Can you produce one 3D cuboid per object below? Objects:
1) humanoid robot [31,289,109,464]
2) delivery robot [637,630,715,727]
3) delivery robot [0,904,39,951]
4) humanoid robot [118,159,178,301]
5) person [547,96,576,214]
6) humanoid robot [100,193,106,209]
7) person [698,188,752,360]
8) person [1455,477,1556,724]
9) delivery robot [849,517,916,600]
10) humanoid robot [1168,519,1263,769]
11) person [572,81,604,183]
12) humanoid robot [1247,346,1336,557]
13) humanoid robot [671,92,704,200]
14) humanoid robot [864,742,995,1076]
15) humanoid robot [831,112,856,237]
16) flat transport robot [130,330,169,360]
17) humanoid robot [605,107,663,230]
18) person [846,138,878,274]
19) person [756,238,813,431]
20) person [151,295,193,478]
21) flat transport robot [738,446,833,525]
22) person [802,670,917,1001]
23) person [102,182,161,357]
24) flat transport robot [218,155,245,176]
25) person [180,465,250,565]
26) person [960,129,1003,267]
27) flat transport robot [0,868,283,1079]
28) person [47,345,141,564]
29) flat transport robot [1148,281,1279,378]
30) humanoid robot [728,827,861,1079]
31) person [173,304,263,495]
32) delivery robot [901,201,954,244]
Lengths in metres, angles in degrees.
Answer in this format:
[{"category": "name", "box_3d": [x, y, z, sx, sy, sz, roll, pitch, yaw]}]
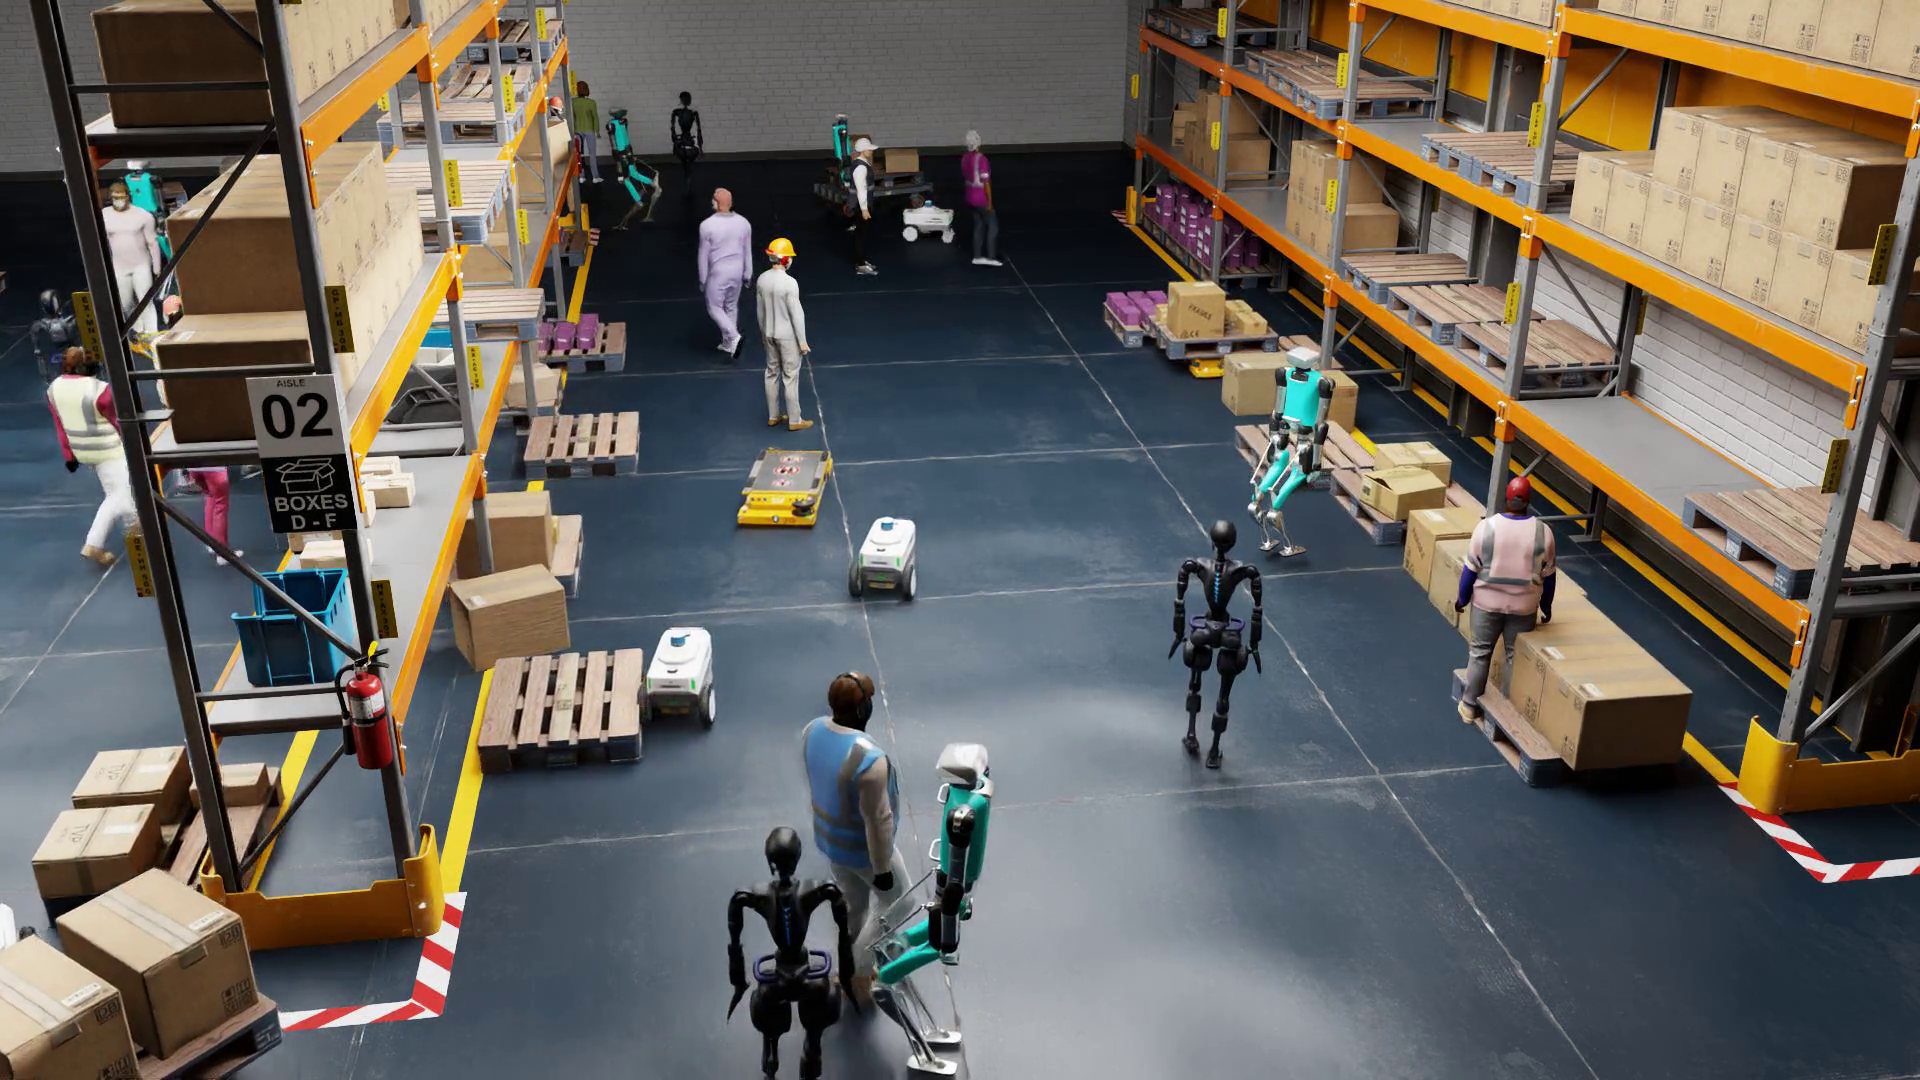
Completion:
[{"category": "humanoid robot", "box_3d": [-8.234, -1.559, 15.545, 0.617, 1.655, 0.679, -2, 24, -4]}, {"category": "delivery robot", "box_3d": [-1.895, 0.920, 11.250, 0.499, 0.614, 0.815, 0, 24, 0]}, {"category": "delivery robot", "box_3d": [-4.912, 2.164, 8.368, 0.499, 0.576, 0.757, -14, 27, -28]}, {"category": "humanoid robot", "box_3d": [-10.017, -3.949, 20.892, 0.531, 1.775, 0.997, 1, 24, 3]}, {"category": "person", "box_3d": [-5.999, -5.754, 24.938, 0.571, 1.749, 0.330, 1, 24, 2]}, {"category": "humanoid robot", "box_3d": [-11.298, -4.267, 21.643, 0.611, 1.646, 0.343, 16, 28, 32]}, {"category": "person", "box_3d": [-2.558, -2.911, 18.286, 0.638, 1.891, 0.678, -19, 30, -36]}, {"category": "person", "box_3d": [3.569, 0.405, 10.908, 0.612, 1.755, 0.419, 6, 24, 13]}, {"category": "delivery robot", "box_3d": [-0.571, 0.127, 13.041, 0.499, 0.601, 0.788, 3, 24, 8]}, {"category": "humanoid robot", "box_3d": [1.612, 0.641, 10.470, 0.598, 1.643, 0.366, 5, 24, 12]}, {"category": "person", "box_3d": [-6.115, -6.652, 27.132, 0.506, 1.631, 0.266, 4, 24, 9]}, {"category": "humanoid robot", "box_3d": [2.539, -0.657, 13.183, 0.735, 1.677, 0.533, -20, 31, -38]}, {"category": "humanoid robot", "box_3d": [-4.266, -6.167, 25.989, 0.594, 1.639, 0.578, 11, 26, 23]}, {"category": "humanoid robot", "box_3d": [-0.192, 1.719, 7.840, 0.704, 1.717, 0.530, 4, 24, 8]}, {"category": "humanoid robot", "box_3d": [-1.462, -5.162, 23.697, 0.718, 1.860, 0.549, -6, 24, -14]}, {"category": "flat transport robot", "box_3d": [-8.628, -2.112, 18.489, 0.659, 0.231, 1.431, -22, 32, -40]}, {"category": "humanoid robot", "box_3d": [-4.655, -5.326, 23.988, 0.909, 1.774, 0.539, 5, 24, 12]}, {"category": "person", "box_3d": [-1.271, -4.380, 21.802, 0.433, 1.759, 0.762, -2, 24, -5]}, {"category": "person", "box_3d": [-1.723, -1.997, 16.218, 0.572, 1.888, 0.375, 16, 29, 33]}, {"category": "person", "box_3d": [-6.939, -1.348, 14.928, 0.578, 1.721, 0.675, -21, 31, -39]}, {"category": "flat transport robot", "box_3d": [-1.538, -0.487, 14.788, 0.659, 0.231, 1.431, 1, 24, 2]}, {"category": "person", "box_3d": [-0.500, 1.498, 8.331, 0.462, 1.822, 0.639, -17, 29, -33]}, {"category": "person", "box_3d": [-9.231, -3.043, 18.561, 0.638, 1.927, 0.677, -5, 24, -11]}, {"category": "flat transport robot", "box_3d": [-10.152, -4.795, 24.601, 0.659, 0.231, 1.431, -5, 24, -11]}, {"category": "person", "box_3d": [-5.988, -0.593, 13.341, 0.519, 1.624, 0.395, 7, 25, 15]}, {"category": "person", "box_3d": [0.312, -4.503, 22.015, 0.464, 1.815, 0.632, -14, 27, -29]}, {"category": "flat transport robot", "box_3d": [-3.970, 2.580, 7.800, 1.431, 0.231, 0.659, 15, 28, 31]}, {"category": "person", "box_3d": [-6.961, -0.730, 13.460, 0.611, 1.772, 0.910, 10, 26, 22]}, {"category": "flat transport robot", "box_3d": [2.756, -2.102, 18.467, 0.659, 0.231, 1.431, -3, 24, -7]}, {"category": "humanoid robot", "box_3d": [-0.740, 2.006, 7.367, 0.593, 1.635, 0.576, -3, 24, -6]}, {"category": "person", "box_3d": [-6.640, -1.352, 14.739, 0.935, 1.892, 0.498, -12, 27, -26]}, {"category": "delivery robot", "box_3d": [-0.467, -4.503, 23.598, 0.808, 0.607, 0.499, 2, 24, 4]}]
